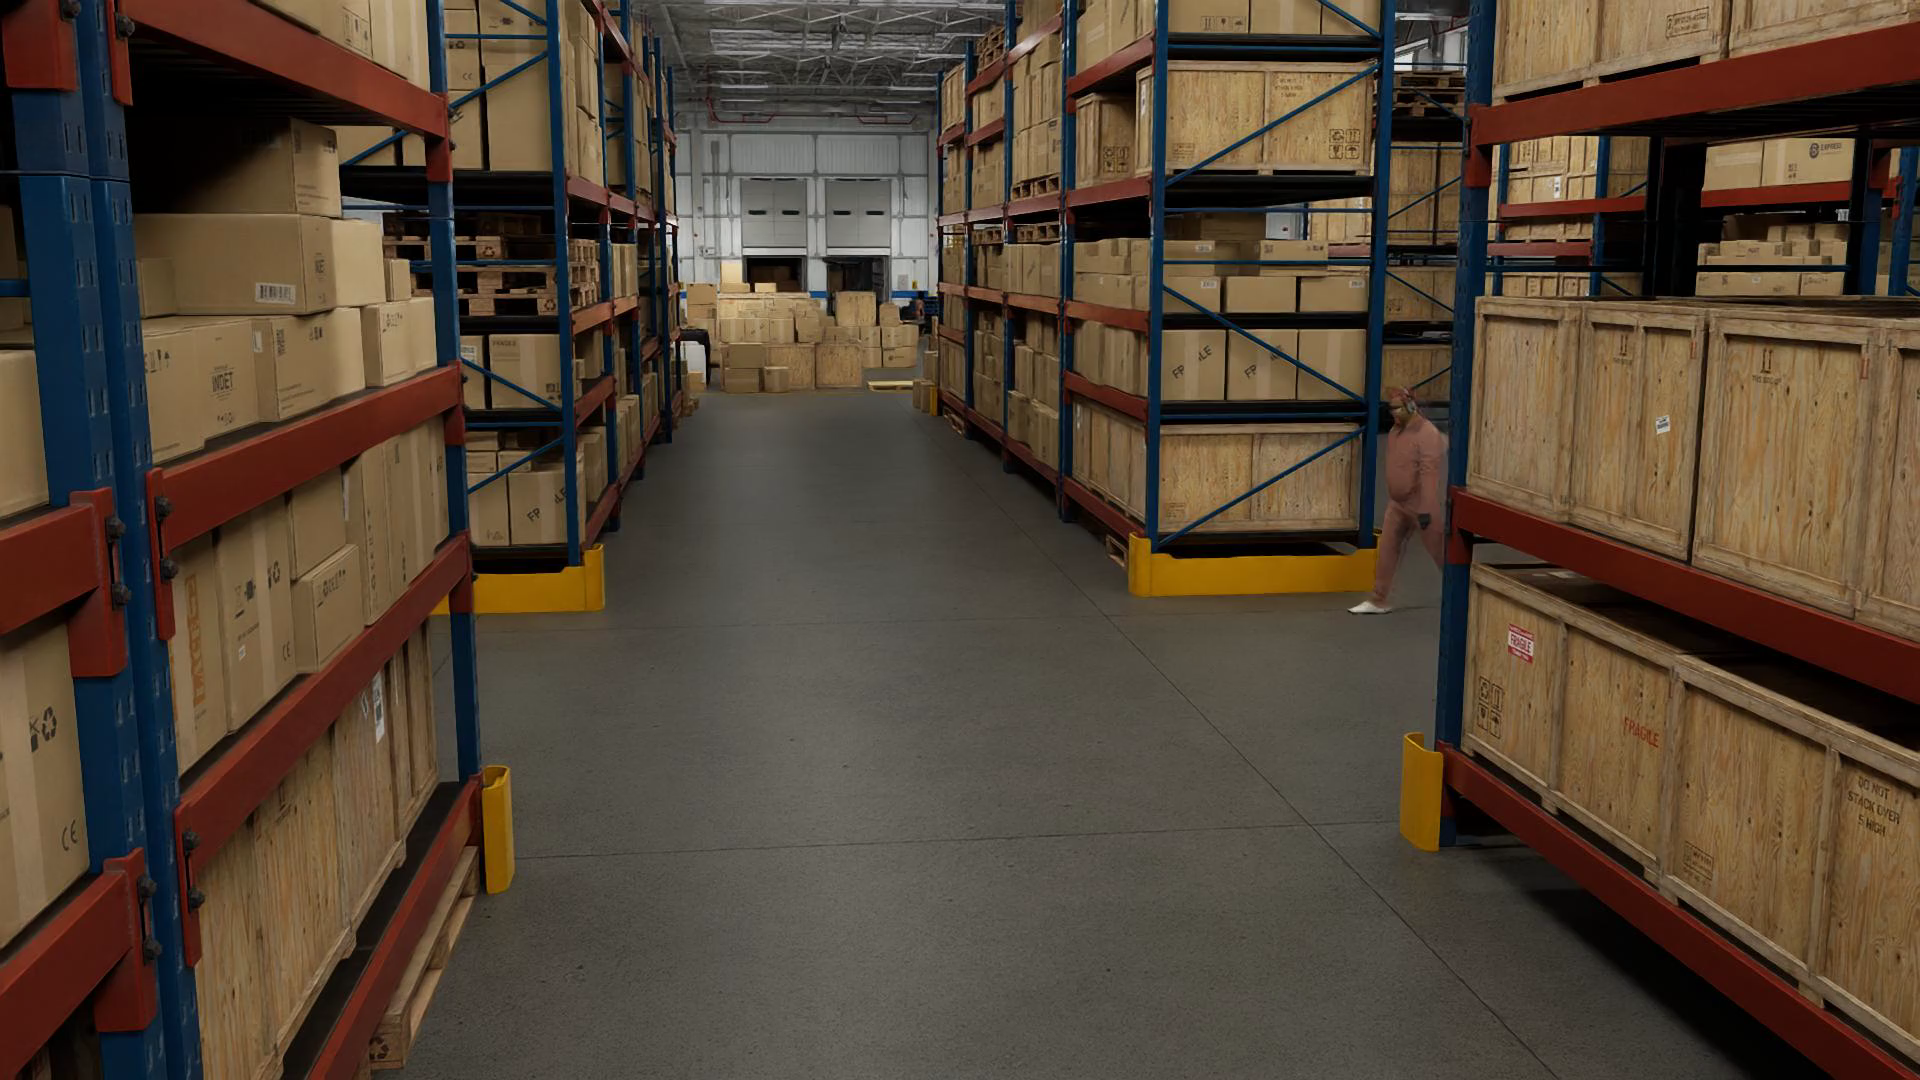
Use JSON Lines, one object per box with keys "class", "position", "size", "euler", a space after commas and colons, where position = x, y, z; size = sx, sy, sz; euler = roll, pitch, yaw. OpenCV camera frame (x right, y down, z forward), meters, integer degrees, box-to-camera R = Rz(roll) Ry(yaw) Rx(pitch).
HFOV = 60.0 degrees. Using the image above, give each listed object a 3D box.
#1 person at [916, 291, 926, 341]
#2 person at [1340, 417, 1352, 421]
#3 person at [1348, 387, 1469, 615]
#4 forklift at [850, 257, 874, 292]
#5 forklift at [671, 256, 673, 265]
{"class": "person", "position": [-1.285, -7.527, 55.843], "size": [0.412, 1.683, 0.560], "euler": [-1, 10, -4]}
{"class": "person", "position": [4.056, -1.056, 18.145], "size": [0.317, 1.700, 0.538], "euler": [-8, 13, -40]}
{"class": "person", "position": [3.689, -0.306, 13.367], "size": [1.011, 1.849, 0.703], "euler": [-3, 10, -18]}
{"class": "forklift", "position": [-2.854, -6.885, 48.650], "size": [1.873, 2.768, 1.129], "euler": [-6, 12, -32]}
{"class": "forklift", "position": [-10.987, -9.066, 61.344], "size": [1.129, 2.768, 1.873], "euler": [-1, 10, -7]}
